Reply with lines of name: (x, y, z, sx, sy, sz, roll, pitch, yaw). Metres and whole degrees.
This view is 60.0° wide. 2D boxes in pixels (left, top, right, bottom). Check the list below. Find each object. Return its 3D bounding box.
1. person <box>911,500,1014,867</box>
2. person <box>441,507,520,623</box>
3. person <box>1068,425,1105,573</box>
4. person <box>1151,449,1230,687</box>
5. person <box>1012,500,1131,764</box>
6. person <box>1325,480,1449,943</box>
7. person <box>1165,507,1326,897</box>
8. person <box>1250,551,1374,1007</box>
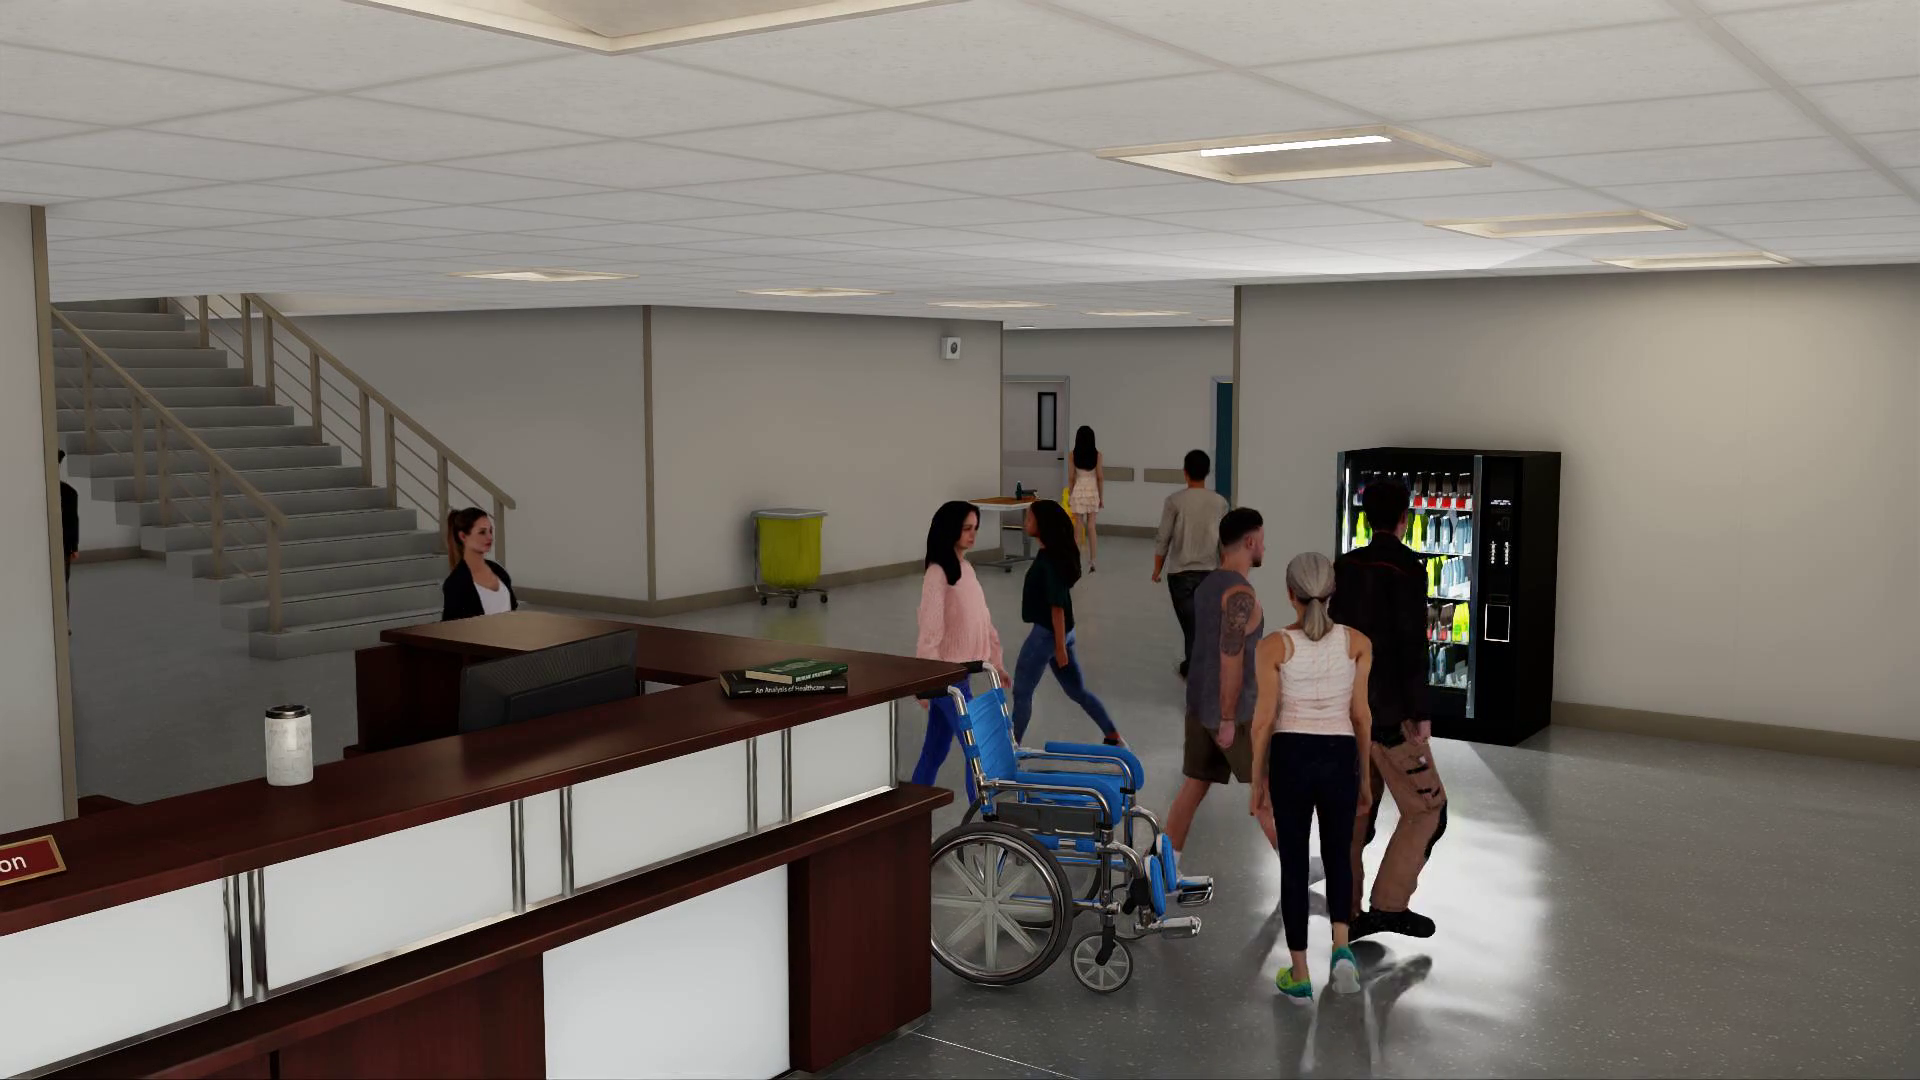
person: (-0.134, 0.688, 7.939, 0.978, 1.735, 0.793, 2, 6, 19)
person: (-2.512, 0.680, 8.464, 1.187, 1.647, 0.846, 2, 6, 19)
person: (1.475, -0.488, 19.632, 0.623, 1.735, 0.724, 0, 6, 4)
person: (1.686, 0.284, 11.752, 1.077, 1.776, 1.178, -1, 6, -14)
person: (0.630, 0.584, 9.763, 1.194, 1.578, 0.949, 1, 6, 8)
person: (1.645, 0.721, 6.778, 0.922, 1.902, 0.790, -3, 7, -31)
person: (1.107, 0.781, 7.543, 1.163, 1.791, 1.149, -2, 6, -15)
person: (1.314, 0.899, 6.074, 0.834, 1.690, 0.880, 0, 6, -1)
